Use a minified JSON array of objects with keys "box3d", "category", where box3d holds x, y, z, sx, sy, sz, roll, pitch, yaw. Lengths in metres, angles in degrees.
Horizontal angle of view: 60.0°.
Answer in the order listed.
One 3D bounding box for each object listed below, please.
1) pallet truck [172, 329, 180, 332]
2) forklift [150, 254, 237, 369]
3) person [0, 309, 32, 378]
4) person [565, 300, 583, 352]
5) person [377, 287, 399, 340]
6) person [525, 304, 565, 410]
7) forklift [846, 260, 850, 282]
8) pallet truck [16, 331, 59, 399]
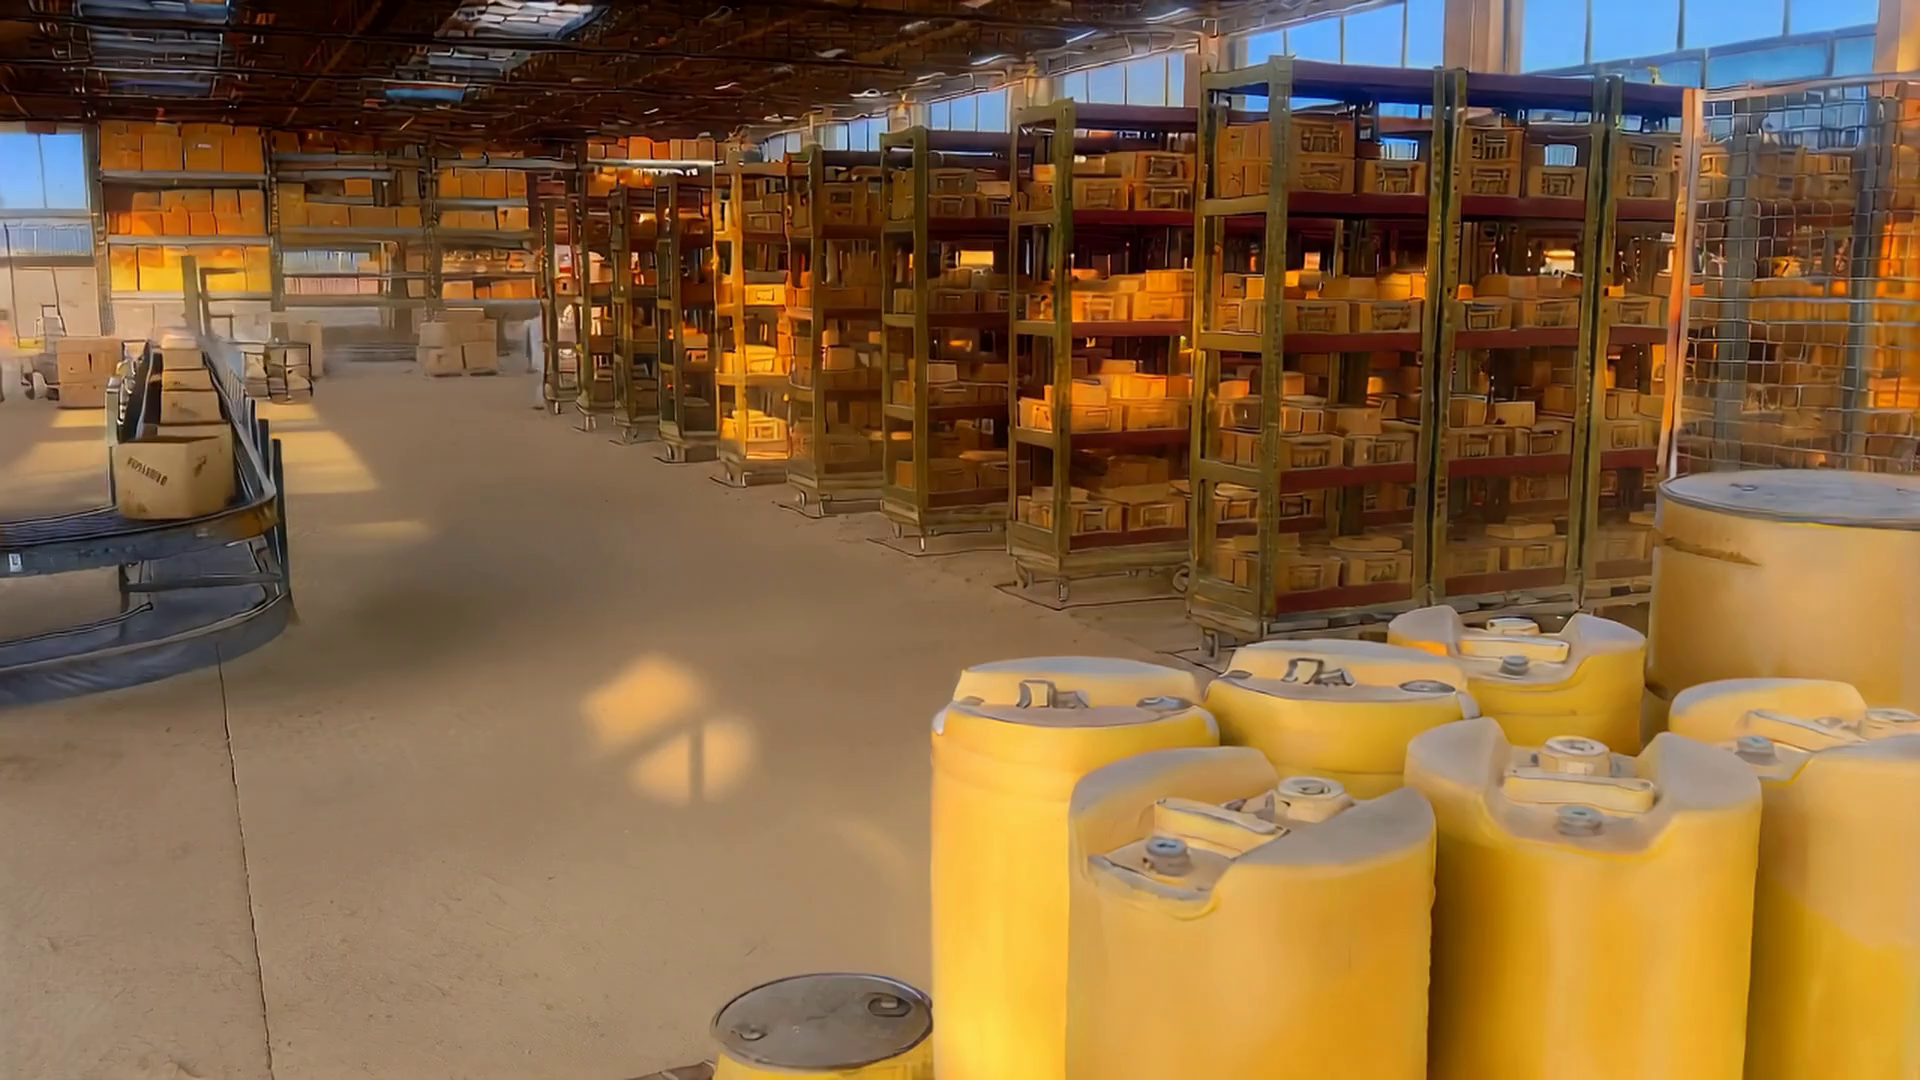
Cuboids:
[{"box3d":[-17.275,-3.851,35.096,1.601,1.201,0.680,0,9,1],"category":"pallet truck"},{"box3d":[-18.697,-5.539,40.452,1.873,2.768,1.129,-4,10,-25],"category":"forklift"},{"box3d":[-21.309,-4.362,37.182,0.872,1.578,0.509,-1,9,-6],"category":"person"},{"box3d":[-9.342,-5.063,40.384,0.605,1.948,0.391,4,10,25],"category":"person"},{"box3d":[-18.761,-7.314,54.440,0.651,1.925,0.564,-5,10,-27],"category":"person"},{"box3d":[-7.283,-3.234,29.350,0.664,1.847,1.007,4,10,23],"category":"person"},{"box3d":[-4.250,-8.348,57.879,1.129,2.768,1.873,-4,10,-25],"category":"forklift"},{"box3d":[-17.082,-3.353,31.781,1.630,1.274,0.653,-4,10,-25],"category":"pallet truck"}]
